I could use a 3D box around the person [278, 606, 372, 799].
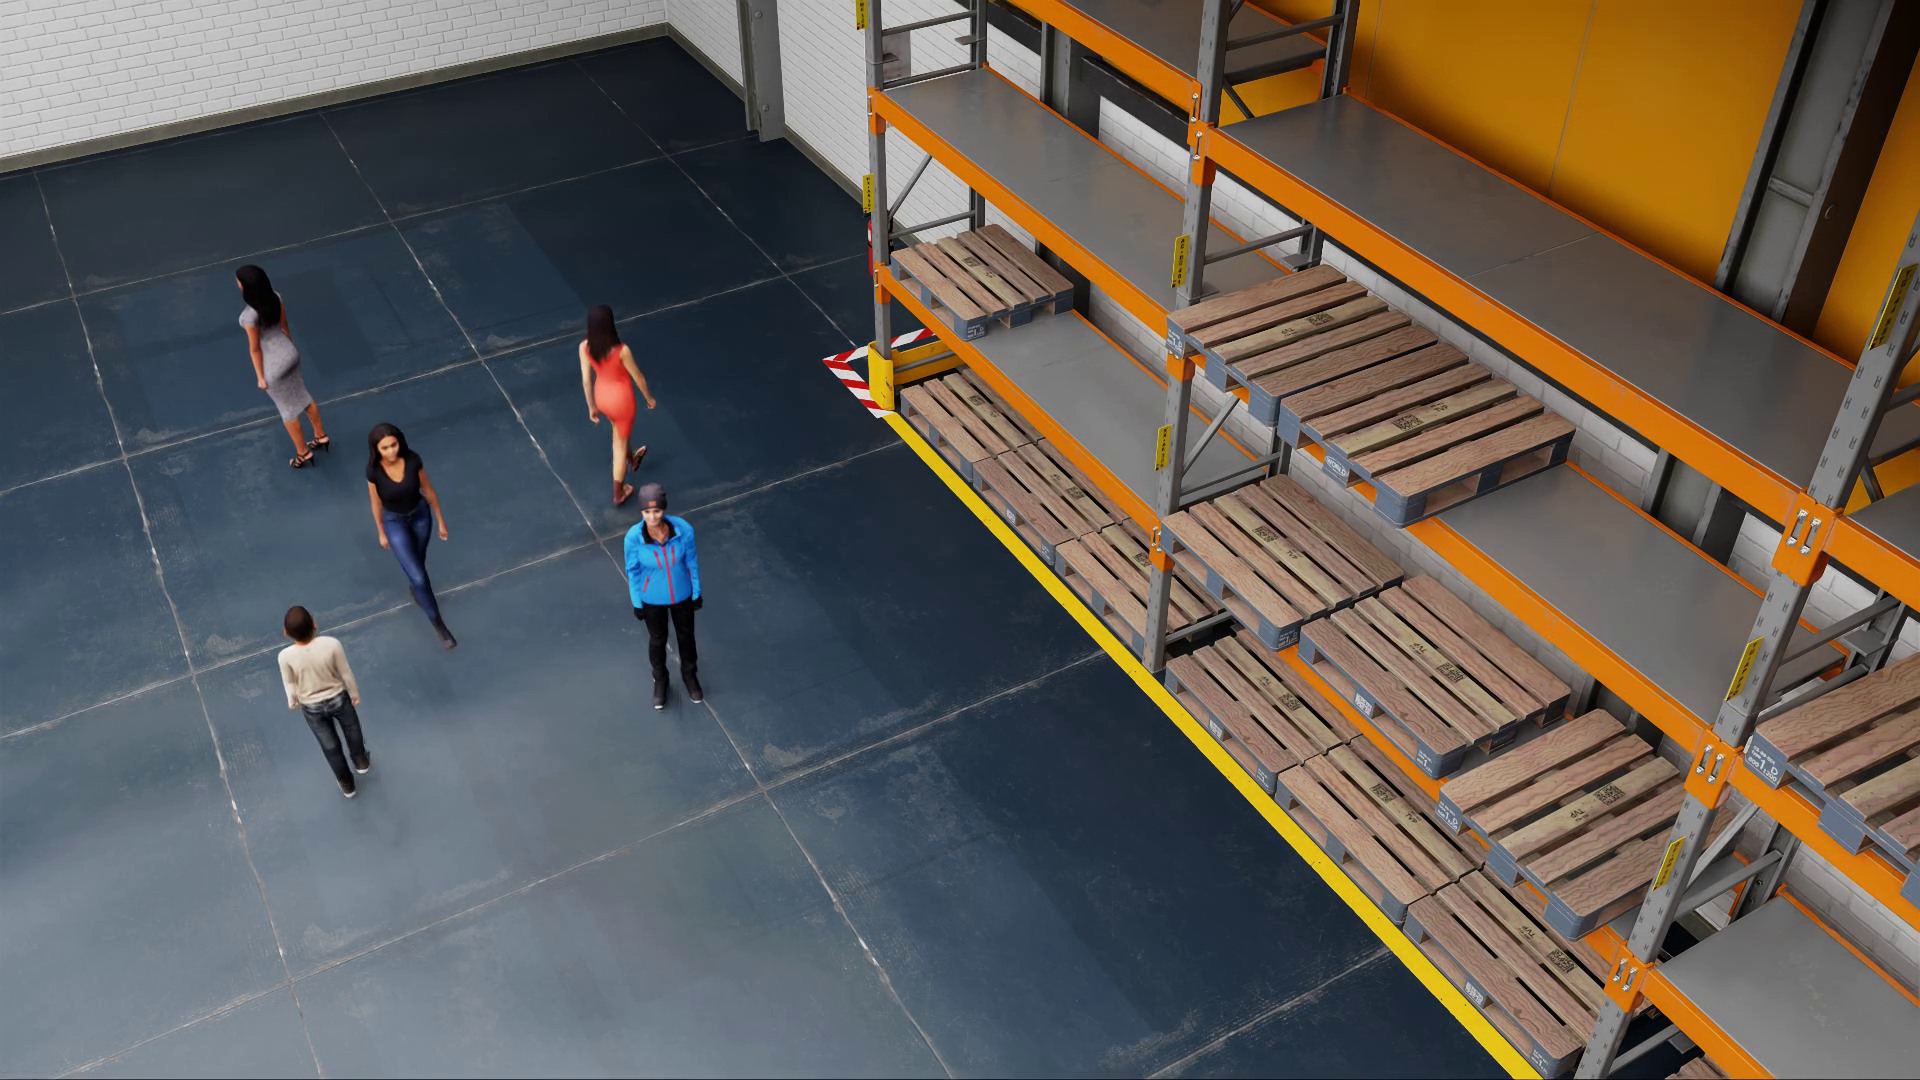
[{"bbox_3d":[-3.939,1.051,10.349,0.552,1.453,0.581,-20,43,-24],"label":"person"}]

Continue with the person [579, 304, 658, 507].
[{"bbox_3d":[-2.662,-0.991,12.713,0.954,1.694,0.992,12,40,15],"label":"person"}]

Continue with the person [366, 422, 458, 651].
[{"bbox_3d":[-3.877,-0.126,11.637,0.653,1.686,1.160,-24,45,-27],"label":"person"}]

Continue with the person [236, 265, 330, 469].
[{"bbox_3d":[-5.353,-1.370,13.122,0.727,1.776,0.674,11,40,14],"label":"person"}]

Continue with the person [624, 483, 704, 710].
[{"bbox_3d":[-1.926,0.364,10.934,0.675,1.797,0.625,-8,39,-10],"label":"person"}]
